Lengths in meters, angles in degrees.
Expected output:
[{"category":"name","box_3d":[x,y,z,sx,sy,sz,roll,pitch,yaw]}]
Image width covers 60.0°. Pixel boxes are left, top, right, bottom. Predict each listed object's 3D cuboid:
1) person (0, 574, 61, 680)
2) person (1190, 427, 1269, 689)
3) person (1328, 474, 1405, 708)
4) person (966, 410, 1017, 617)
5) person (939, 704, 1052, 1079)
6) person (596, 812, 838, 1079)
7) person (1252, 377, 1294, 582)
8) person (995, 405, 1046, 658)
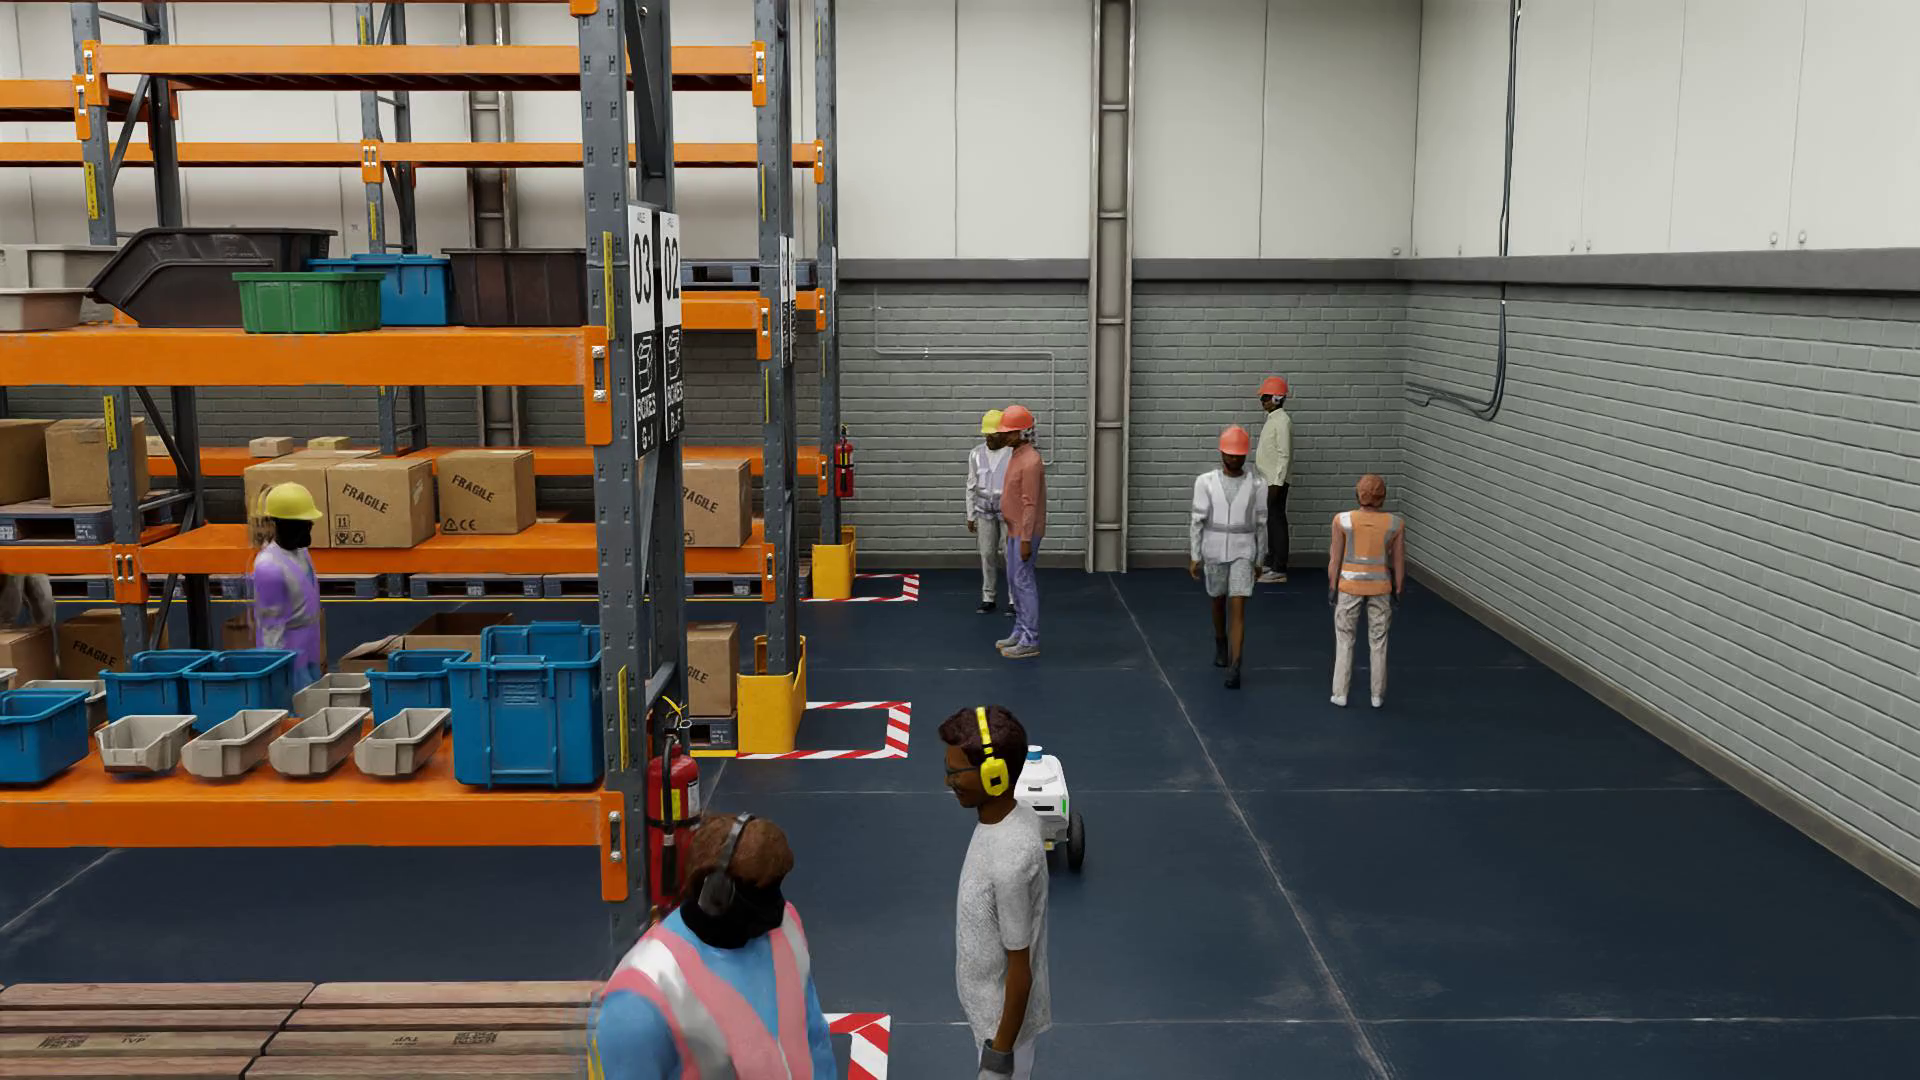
[{"category":"person","box_3d":[-6.921,0.138,12.010,0.858,1.907,0.656,-2,9,-12]},{"category":"person","box_3d":[1.995,0.092,12.343,0.556,1.891,1.000,2,10,14]},{"category":"person","box_3d":[2.797,0.361,11.472,0.519,1.631,0.314,1,9,5]},{"category":"person","box_3d":[0.333,-0.238,14.568,0.605,1.819,0.403,3,10,20]},{"category":"person","box_3d":[0.089,1.362,4.615,0.328,1.865,0.519,0,9,0]},{"category":"person","box_3d":[-0.591,1.503,3.974,0.835,1.813,0.628,5,11,28]},{"category":"person","box_3d":[3.041,-0.586,16.155,0.379,1.996,0.611,0,9,0]},{"category":"person","box_3d":[0.470,-0.068,13.034,0.413,1.980,0.631,-1,9,-9]}]
